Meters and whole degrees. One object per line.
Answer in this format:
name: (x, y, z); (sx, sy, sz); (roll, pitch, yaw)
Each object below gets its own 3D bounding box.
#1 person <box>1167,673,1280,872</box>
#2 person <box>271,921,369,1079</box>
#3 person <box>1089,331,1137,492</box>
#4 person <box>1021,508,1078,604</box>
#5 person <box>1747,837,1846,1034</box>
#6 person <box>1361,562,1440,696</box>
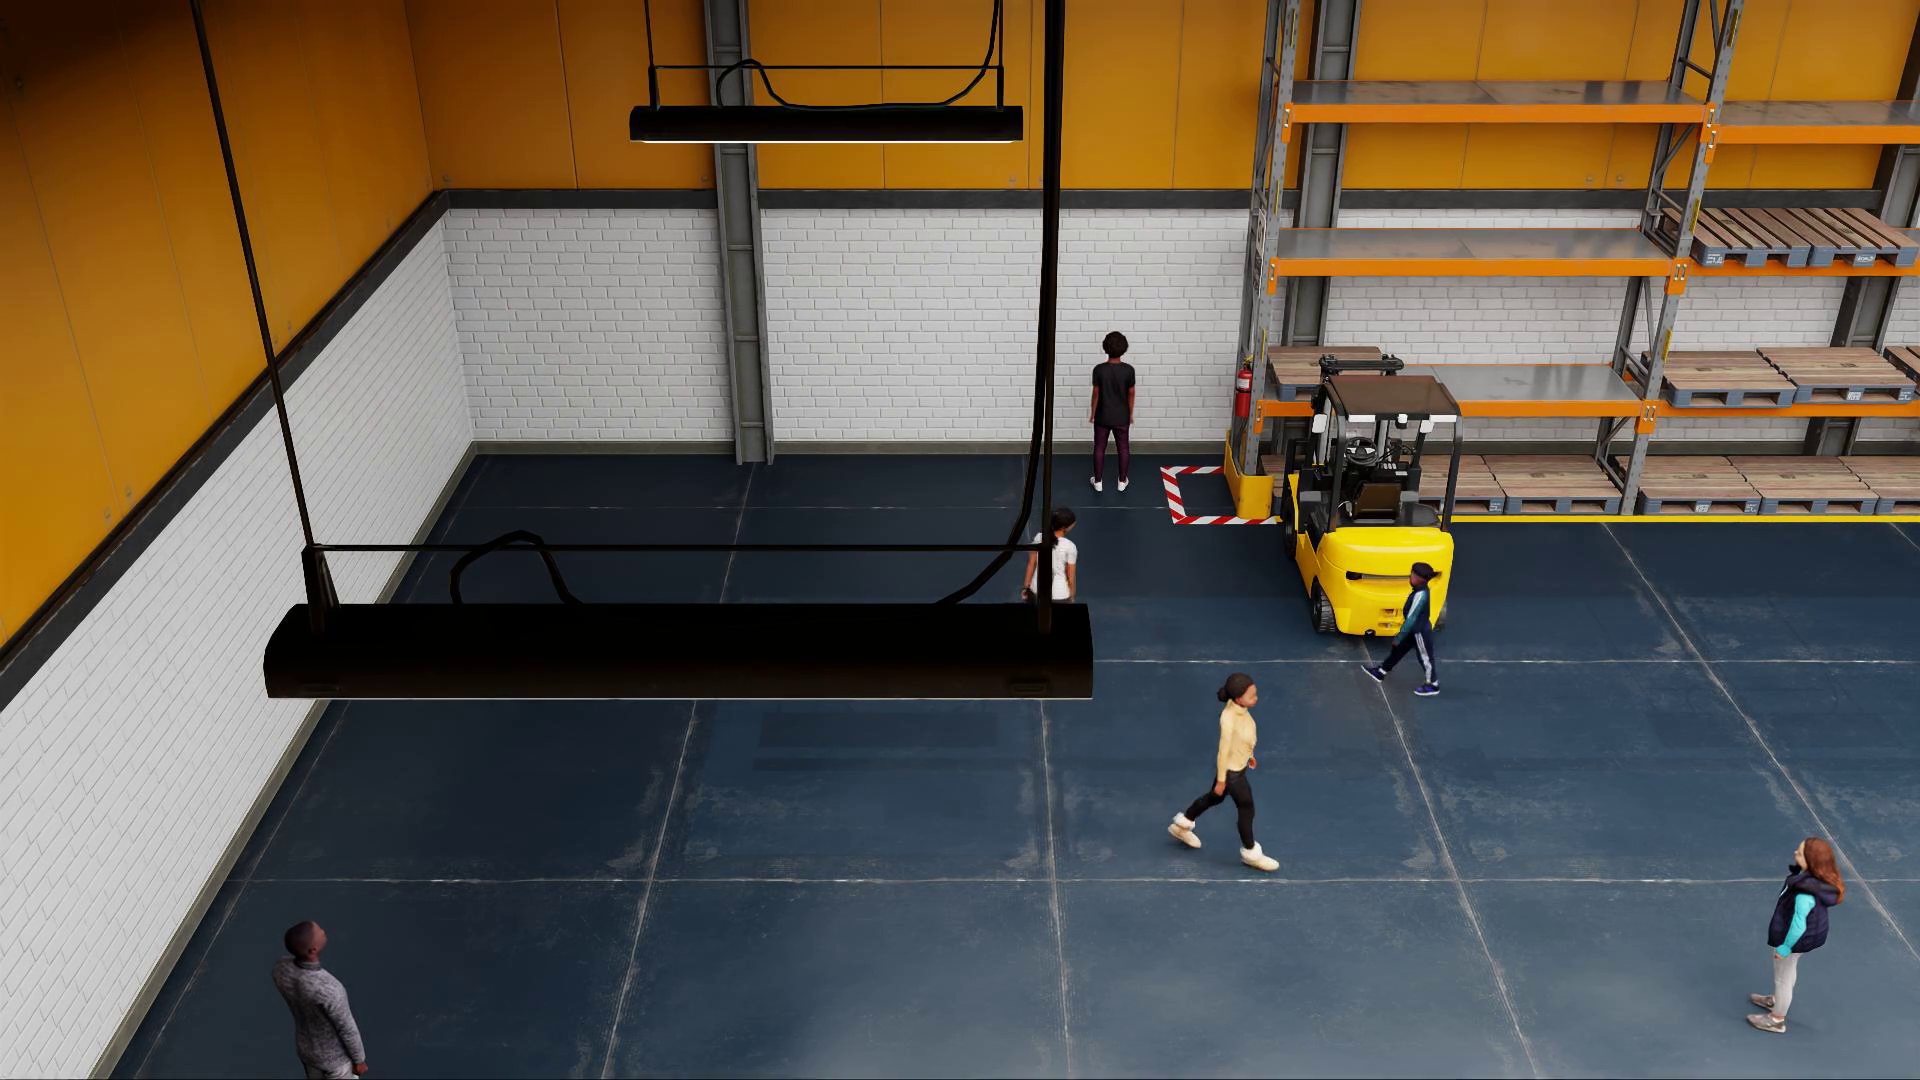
person: (1.918, 1.665, 12.235); (1.168, 1.632, 0.846); (9, 30, 17)
person: (-3.699, 2.957, 9.654); (0.654, 1.835, 0.801); (14, 32, 24)
person: (1.612, -1.363, 17.628); (0.493, 1.783, 0.680); (-1, 29, -1)
person: (0.735, 0.468, 14.448); (0.749, 1.614, 0.881); (8, 30, 15)
person: (5.401, 2.543, 10.765); (0.720, 1.499, 0.679); (16, 33, 27)
person: (3.990, 0.797, 14.263); (0.947, 1.214, 0.658); (5, 29, 10)
